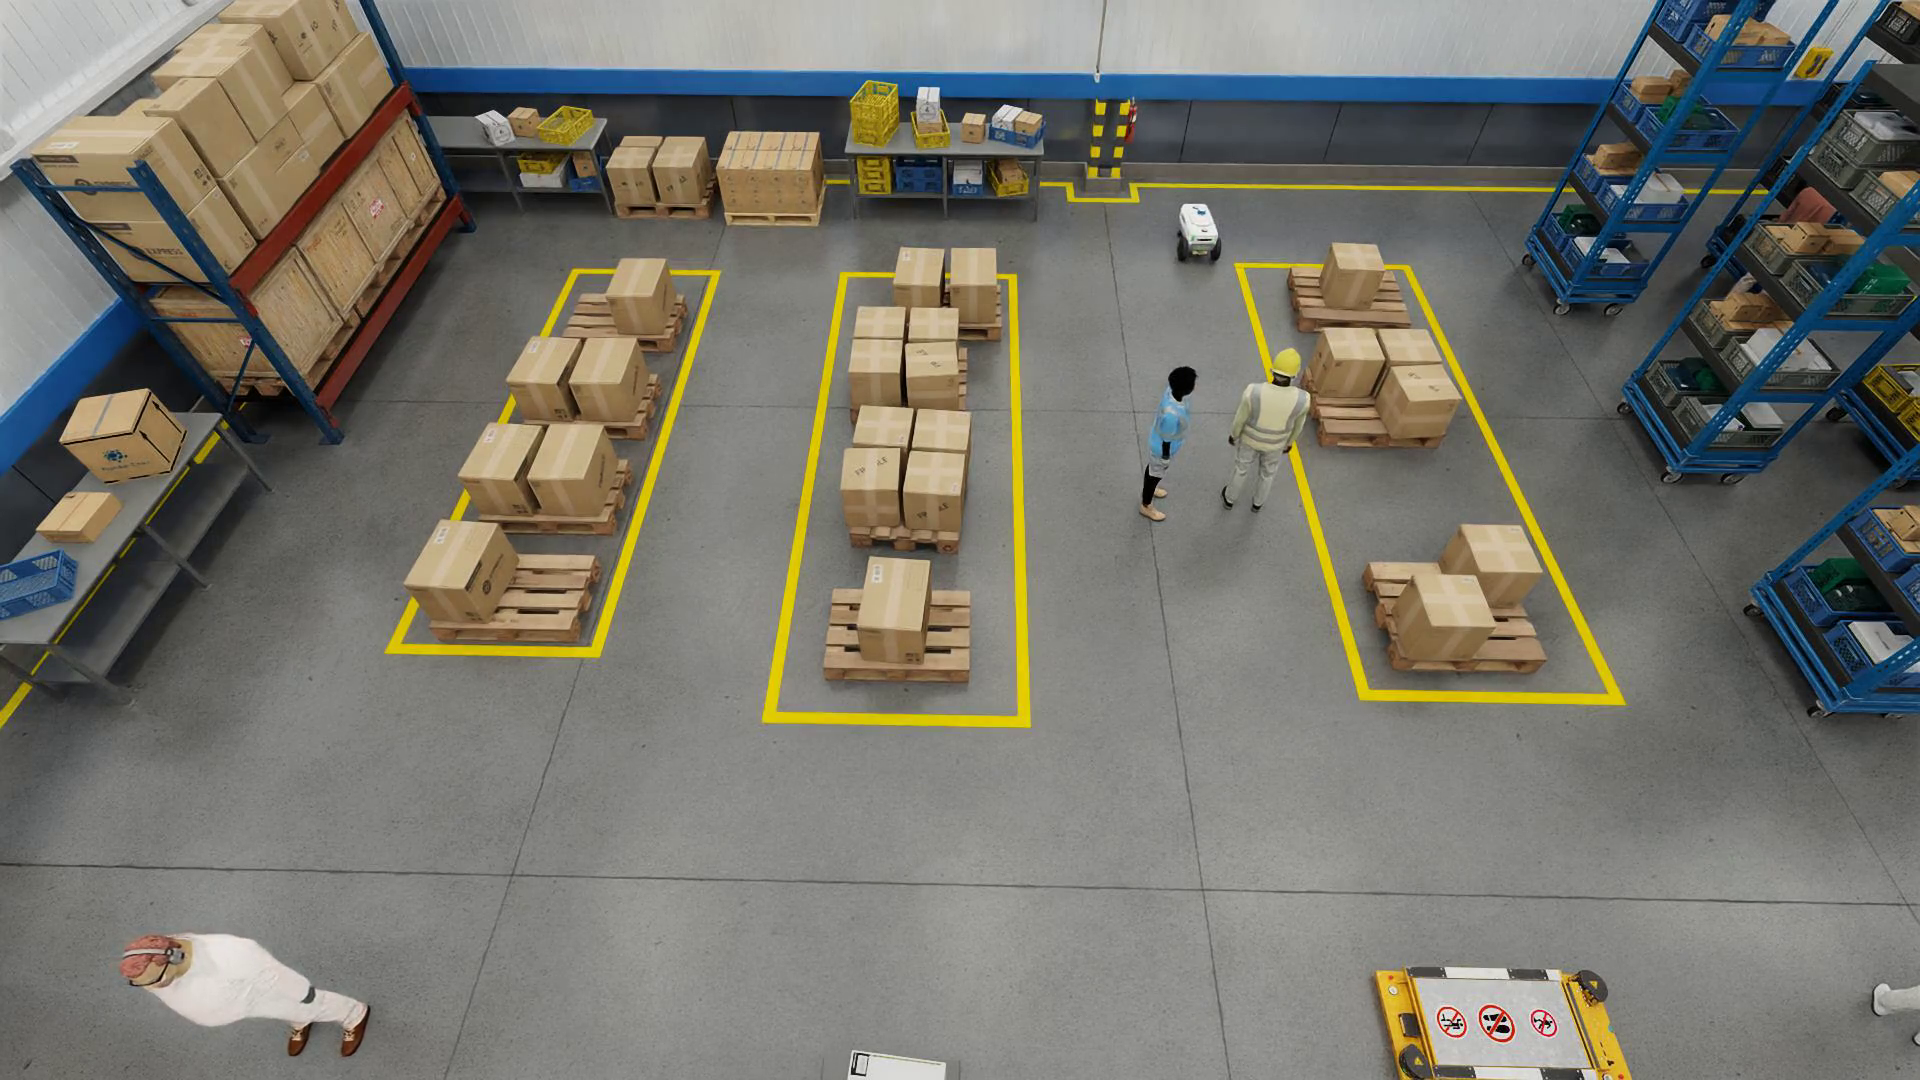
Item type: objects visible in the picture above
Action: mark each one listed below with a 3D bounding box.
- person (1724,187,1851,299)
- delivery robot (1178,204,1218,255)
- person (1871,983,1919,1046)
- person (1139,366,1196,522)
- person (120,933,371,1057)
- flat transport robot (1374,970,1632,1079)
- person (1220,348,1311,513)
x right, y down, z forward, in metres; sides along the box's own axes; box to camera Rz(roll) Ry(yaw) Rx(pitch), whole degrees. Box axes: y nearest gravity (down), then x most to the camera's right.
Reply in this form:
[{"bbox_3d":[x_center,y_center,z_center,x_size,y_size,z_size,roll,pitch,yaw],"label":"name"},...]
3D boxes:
[{"bbox_3d":[9.025,-3.134,9.931,0.410,1.980,0.625,-19,53,-15],"label":"person"},{"bbox_3d":[2.966,-3.911,11.416,0.477,0.478,0.707,-2,51,-2],"label":"delivery robot"},{"bbox_3d":[6.212,2.649,5.428,0.307,1.644,0.514,-31,57,-23],"label":"person"},{"bbox_3d":[1.863,-0.881,8.271,0.319,1.698,0.532,10,52,8],"label":"person"},{"bbox_3d":[-4.104,2.630,5.285,0.650,1.900,0.401,1,51,1],"label":"person"},{"bbox_3d":[3.501,3.133,5.914,1.431,0.197,0.652,1,51,1],"label":"flat transport robot"},{"bbox_3d":[2.732,-0.946,8.245,0.586,1.824,0.404,10,51,8],"label":"person"}]
